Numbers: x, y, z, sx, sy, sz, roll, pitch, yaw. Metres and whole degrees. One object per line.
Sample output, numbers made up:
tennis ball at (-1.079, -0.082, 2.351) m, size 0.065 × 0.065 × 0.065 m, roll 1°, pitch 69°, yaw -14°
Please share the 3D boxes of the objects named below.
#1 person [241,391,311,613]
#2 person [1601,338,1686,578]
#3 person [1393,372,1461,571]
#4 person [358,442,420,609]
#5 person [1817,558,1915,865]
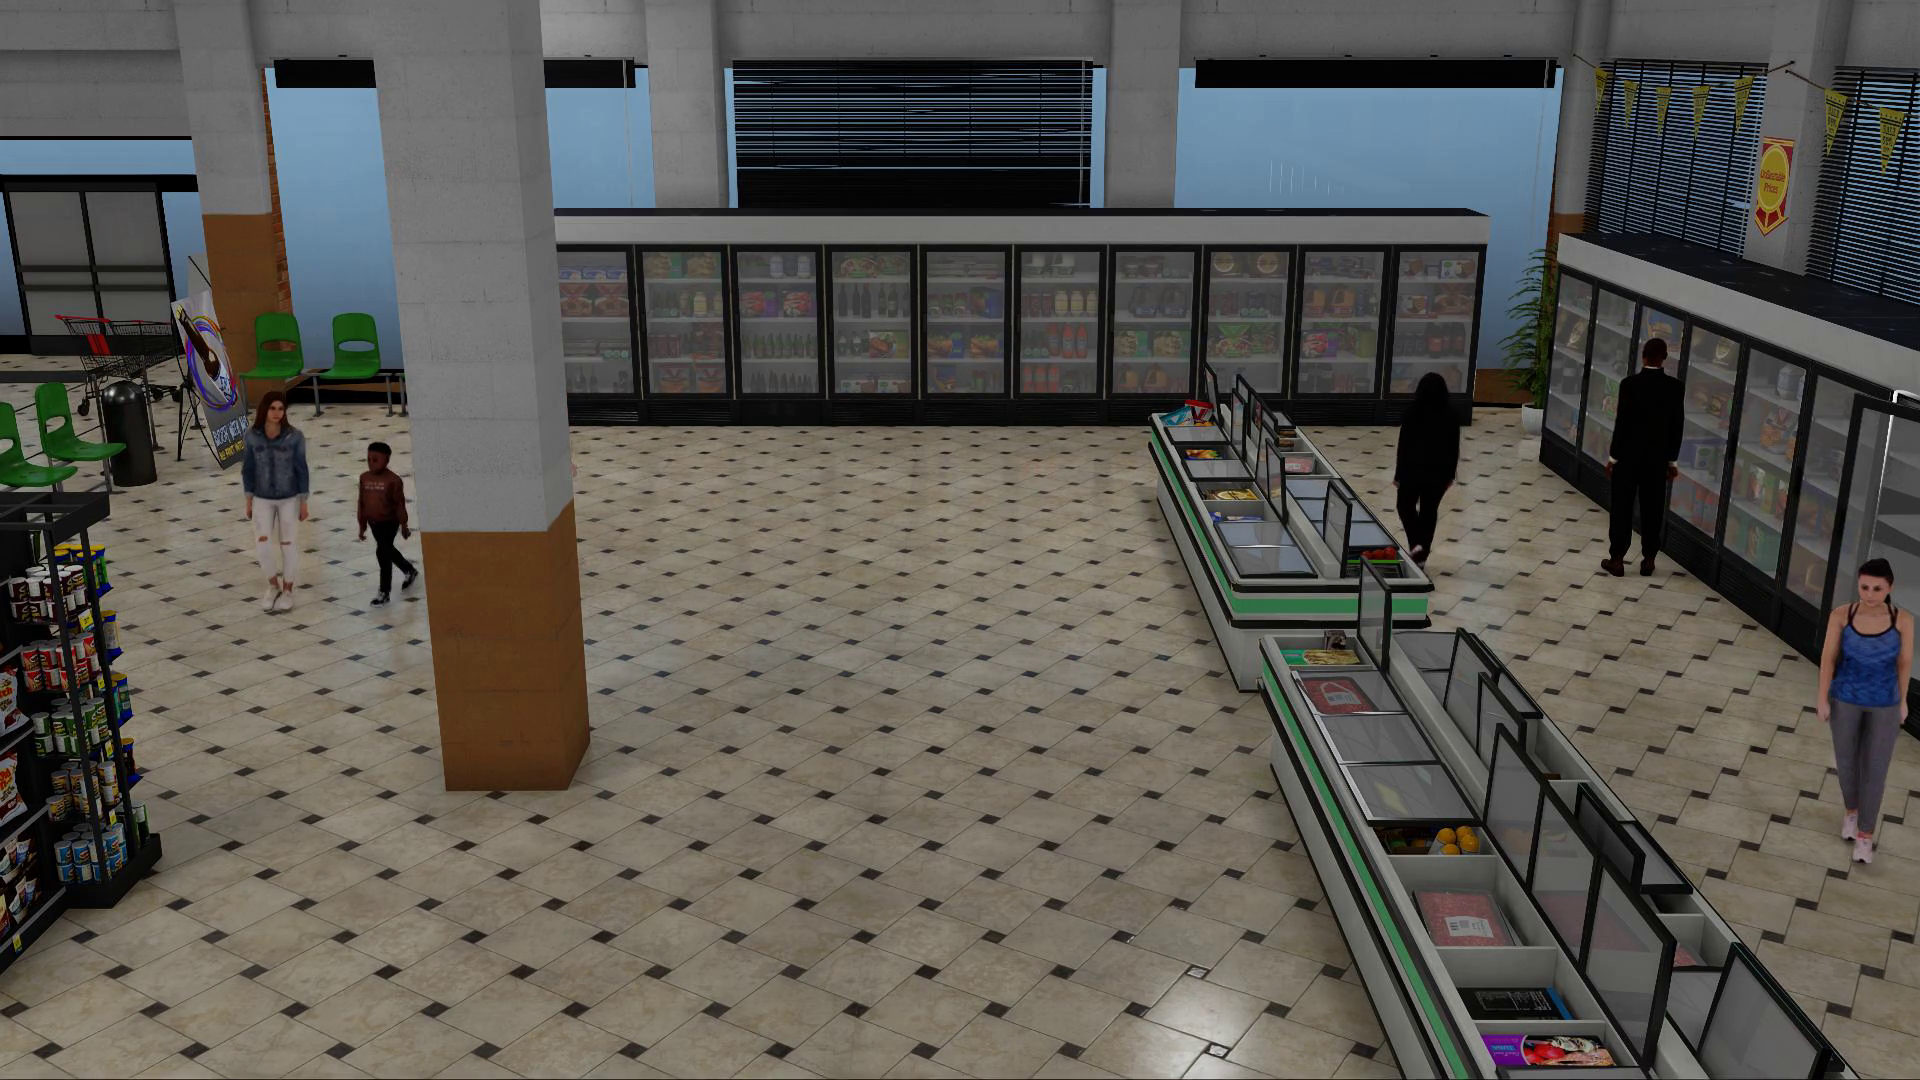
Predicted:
person at (-5.067, -0.302, 12.396) m, size 0.683 × 1.681 × 0.644 m, roll -3°, pitch 17°, yaw -9°
person at (5.406, -0.658, 13.183) m, size 0.734 × 1.904 × 0.635 m, roll 2°, pitch 17°, yaw 7°
person at (3.712, -0.513, 13.215) m, size 0.661 × 1.609 × 0.712 m, roll 1°, pitch 17°, yaw 2°
person at (-4.350, -0.151, 12.667) m, size 0.698 × 1.235 × 0.939 m, roll 6°, pitch 18°, yaw 18°
person at (4.775, 0.846, 8.776) m, size 0.829 × 1.588 × 0.935 m, roll 10°, pitch 20°, yaw 30°
